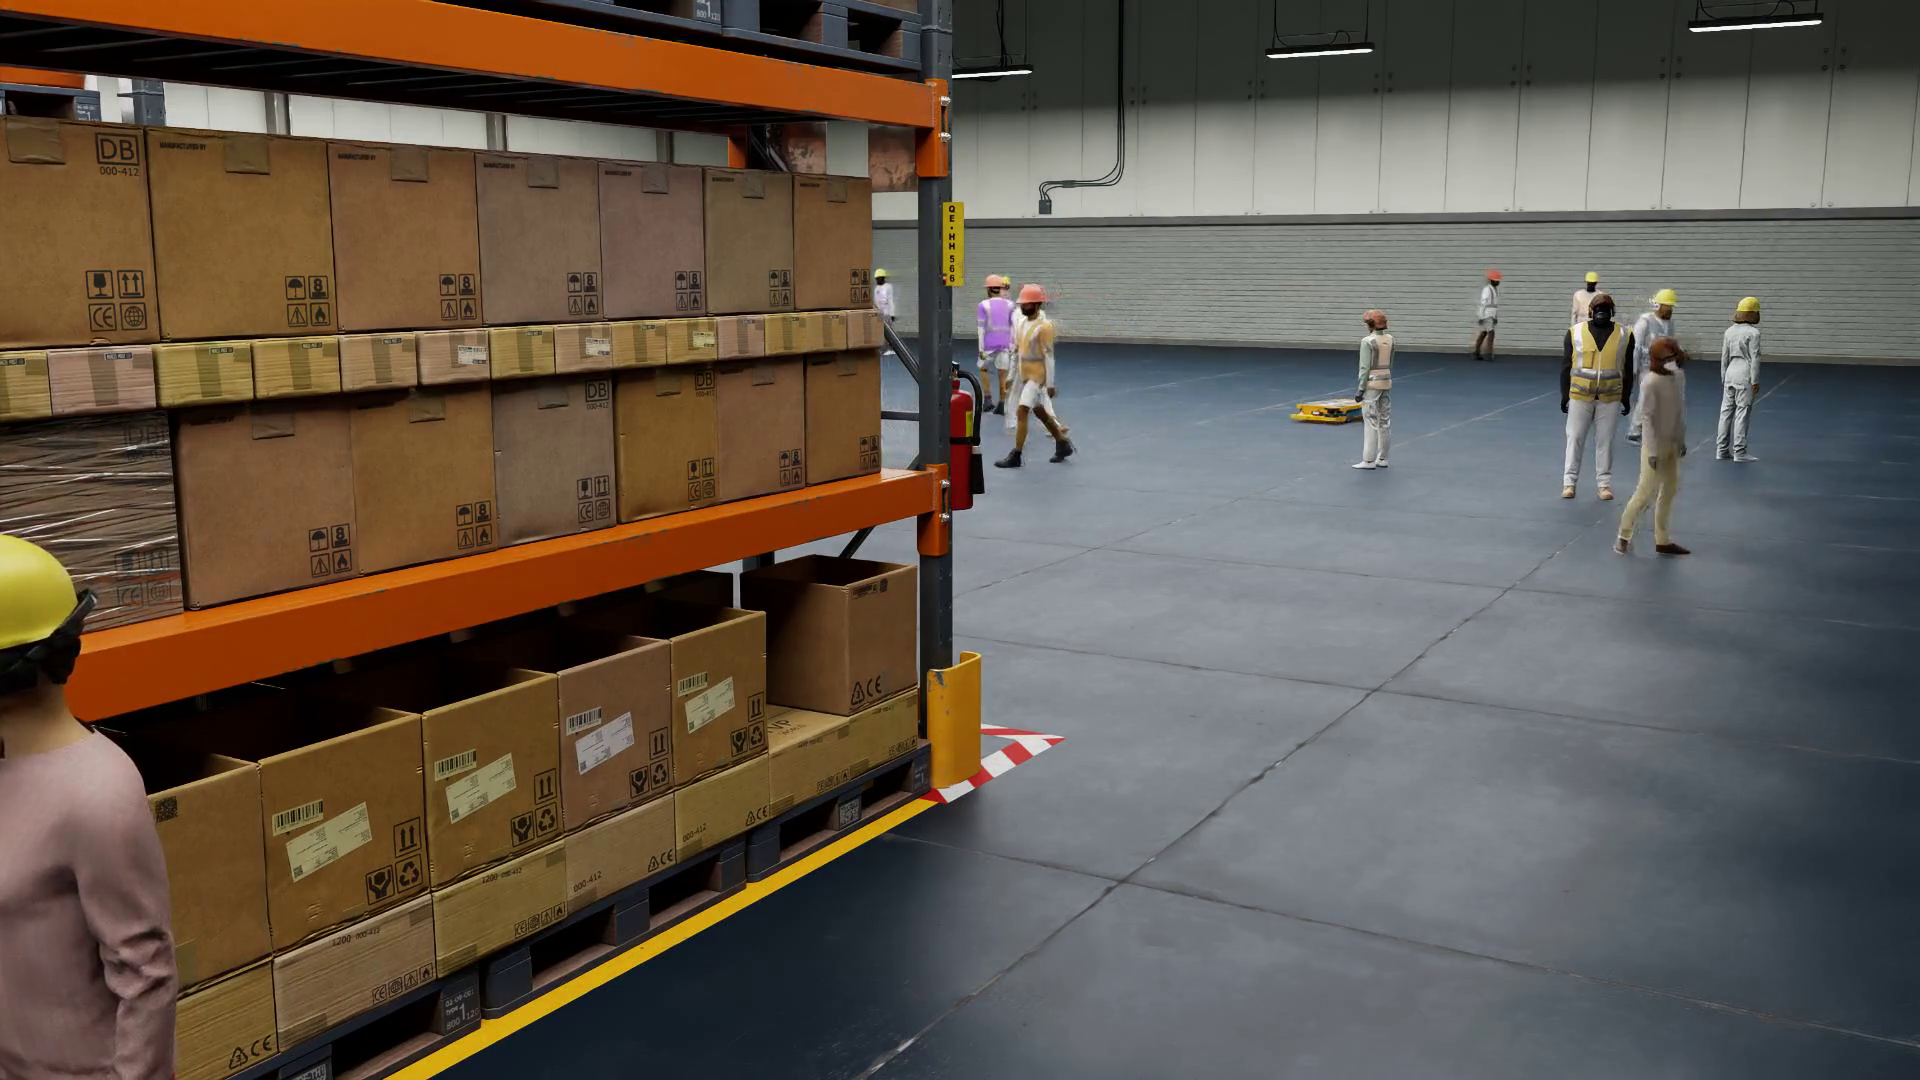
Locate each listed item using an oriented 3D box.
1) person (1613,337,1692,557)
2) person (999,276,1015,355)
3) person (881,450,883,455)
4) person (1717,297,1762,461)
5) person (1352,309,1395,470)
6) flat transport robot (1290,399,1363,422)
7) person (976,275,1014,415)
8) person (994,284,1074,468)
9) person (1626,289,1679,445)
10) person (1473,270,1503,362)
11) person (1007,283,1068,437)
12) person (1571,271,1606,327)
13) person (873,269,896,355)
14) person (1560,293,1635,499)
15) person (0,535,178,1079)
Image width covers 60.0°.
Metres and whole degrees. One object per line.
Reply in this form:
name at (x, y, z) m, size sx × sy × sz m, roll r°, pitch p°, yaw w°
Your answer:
person at (5.038, -0.673, 12.056) m, size 0.600 × 1.602 × 0.431 m, roll -8°, pitch 13°, yaw -39°
person at (1.023, -4.850, 36.154) m, size 0.876 × 1.731 × 0.542 m, roll -5°, pitch 11°, yaw -25°
person at (-1.118, -1.519, 16.339) m, size 0.540 × 1.831 × 0.648 m, roll -5°, pitch 11°, yaw -28°
person at (8.334, -1.709, 17.714) m, size 0.314 × 1.743 × 0.493 m, roll -3°, pitch 10°, yaw -17°
person at (4.242, -1.536, 17.005) m, size 0.513 × 1.640 × 0.309 m, roll -8°, pitch 13°, yaw -40°
flat transport robot at (5.051, -1.731, 22.149) m, size 0.652 × 0.197 × 1.431 m, roll 8°, pitch 13°, yaw 40°
person at (0.484, -2.669, 22.834) m, size 0.566 × 1.922 × 0.464 m, roll -3°, pitch 10°, yaw -20°
person at (0.808, -1.708, 17.299) m, size 0.986 × 1.897 × 0.550 m, roll -5°, pitch 11°, yaw -26°
person at (7.991, -1.943, 18.939) m, size 0.603 × 1.788 × 0.852 m, roll -6°, pitch 11°, yaw -30°
person at (10.941, -4.624, 34.396) m, size 0.688 × 1.886 × 0.610 m, roll 7°, pitch 12°, yaw 35°
person at (0.905, -2.132, 19.900) m, size 0.572 × 1.836 × 0.957 m, roll -9°, pitch 13°, yaw -42°
person at (11.187, -3.827, 29.607) m, size 0.624 × 1.911 × 0.550 m, roll 6°, pitch 12°, yaw 33°
person at (-1.770, -4.968, 36.379) m, size 0.941 × 1.881 × 0.611 m, roll -6°, pitch 12°, yaw -33°
person at (5.706, -1.281, 14.924) m, size 0.621 × 1.845 × 0.429 m, roll 3°, pitch 10°, yaw 16°
person at (-1.427, 0.857, 2.630) m, size 0.533 × 1.765 × 0.322 m, roll 8°, pitch 12°, yaw 38°
